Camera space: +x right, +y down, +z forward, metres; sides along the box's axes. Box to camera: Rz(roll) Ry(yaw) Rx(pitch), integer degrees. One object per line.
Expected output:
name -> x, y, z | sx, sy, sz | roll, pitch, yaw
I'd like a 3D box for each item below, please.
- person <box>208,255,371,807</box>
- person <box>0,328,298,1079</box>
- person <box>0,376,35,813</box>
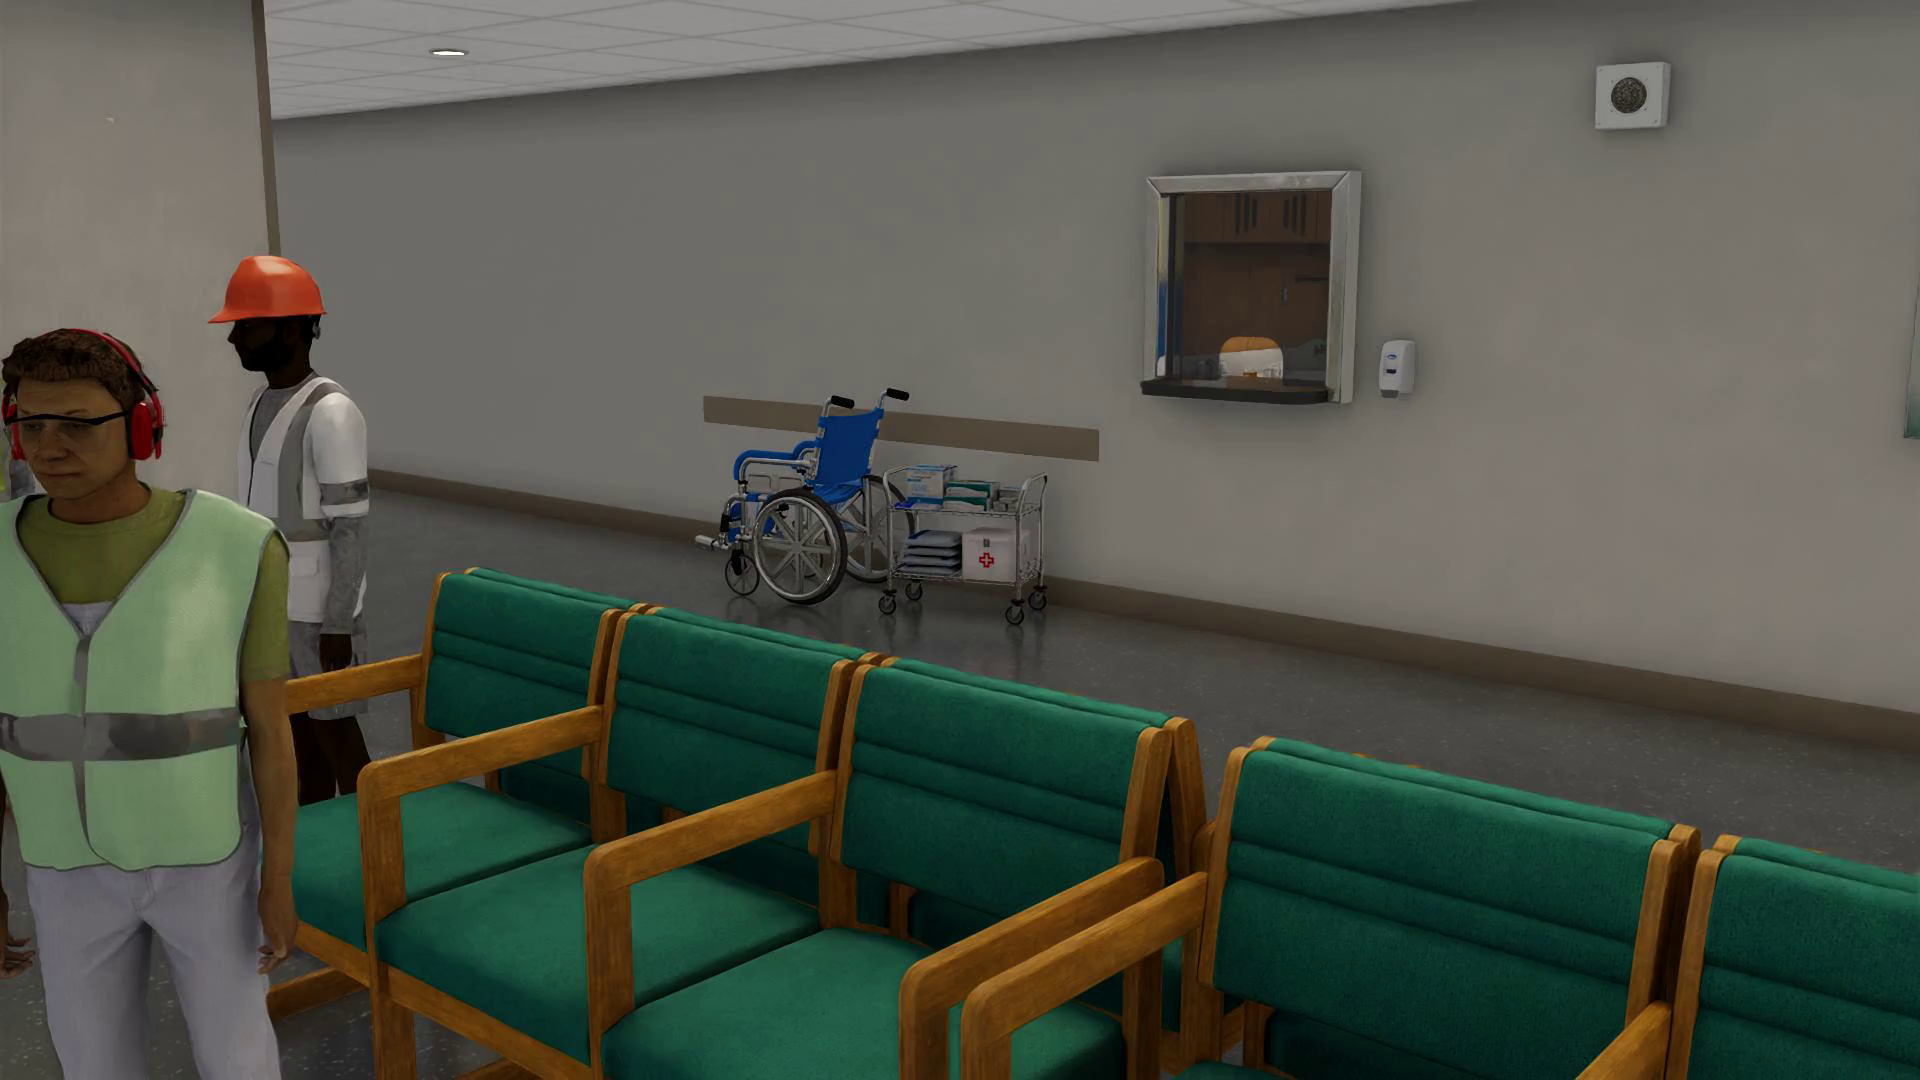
person -> -1.885, 0.171, 4.737 | 0.546, 1.938, 0.360 | 9, 13, 41
person -> -1.404, 0.556, 2.856 | 0.559, 1.836, 0.399 | -1, 10, -7
person -> -3.418, 0.082, 5.579 | 0.432, 1.826, 0.674 | 6, 12, 31
